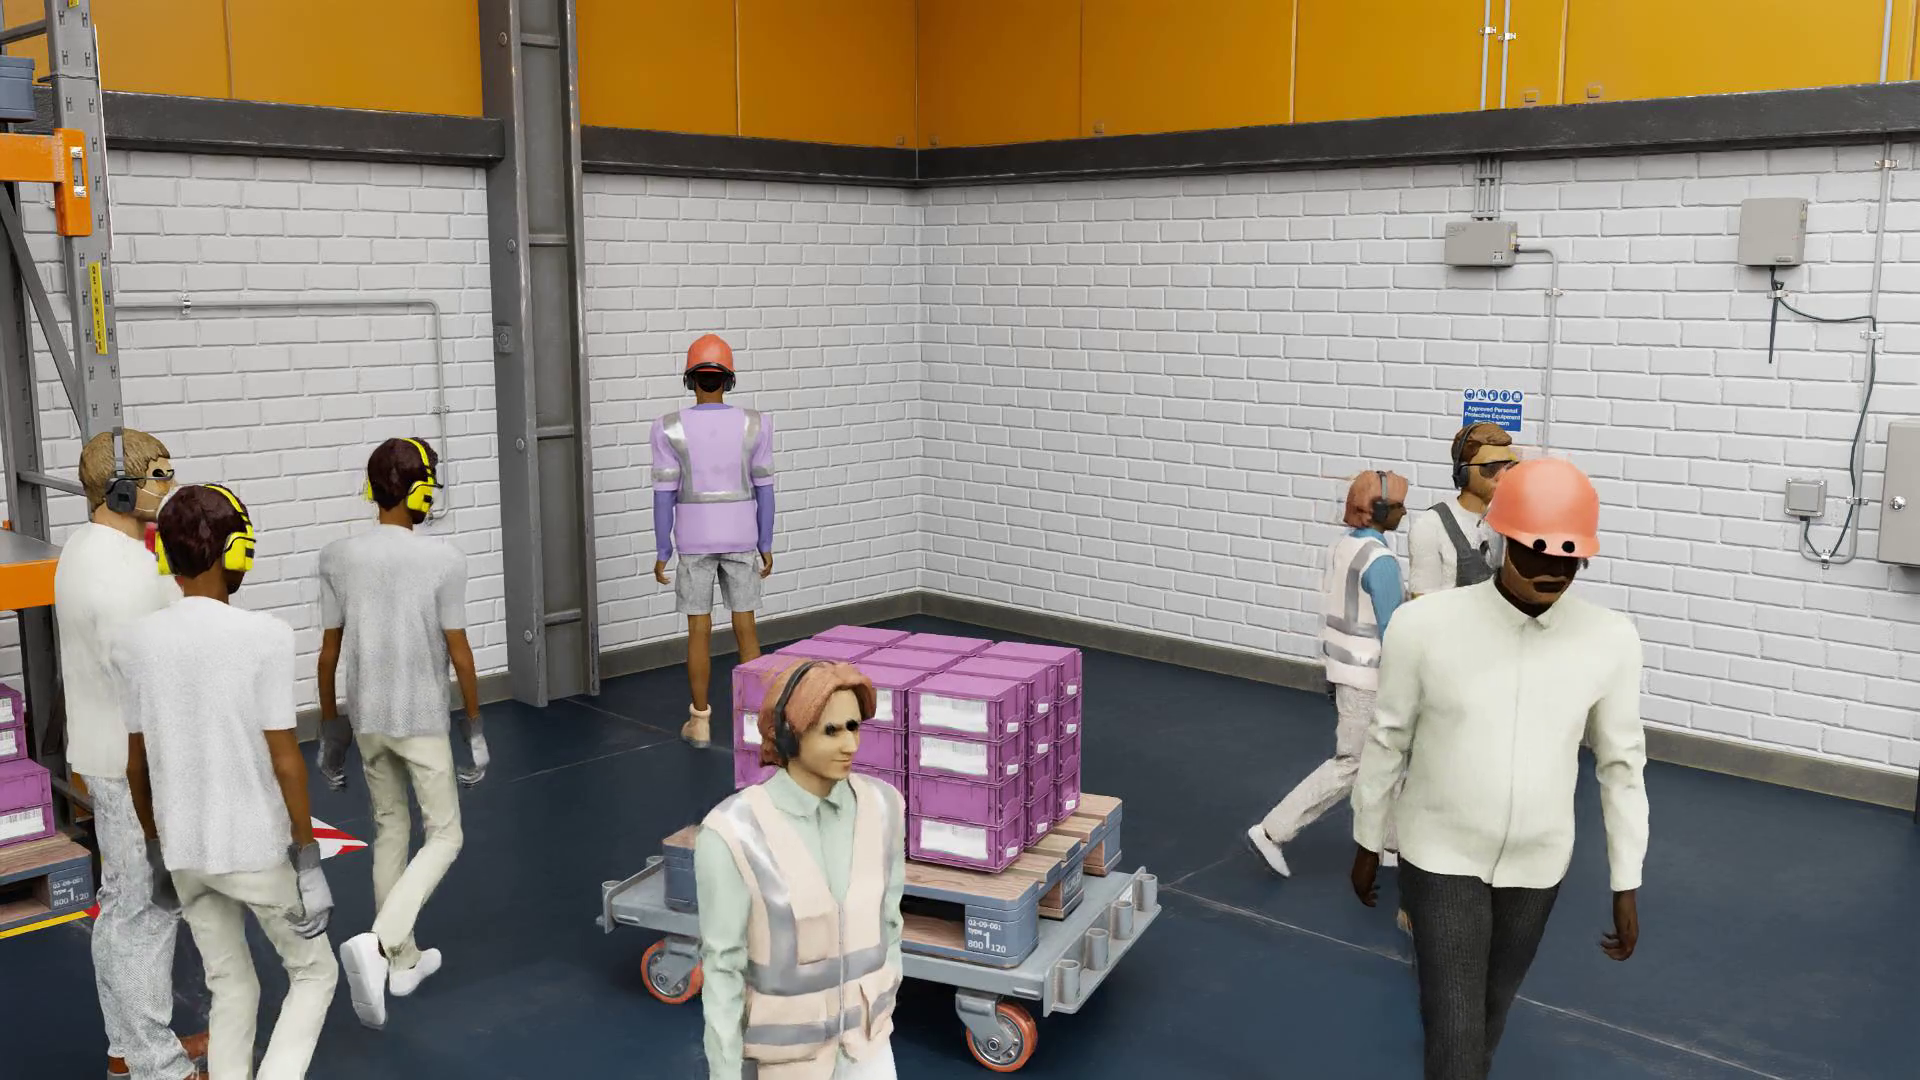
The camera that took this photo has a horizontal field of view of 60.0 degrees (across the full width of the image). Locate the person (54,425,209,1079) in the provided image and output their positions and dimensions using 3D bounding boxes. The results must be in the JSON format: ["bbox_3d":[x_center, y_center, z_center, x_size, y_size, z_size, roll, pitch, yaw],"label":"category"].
[{"bbox_3d":[-2.296,0.645,4.671,0.362,1.939,0.636,-7,11,-35],"label":"person"}]

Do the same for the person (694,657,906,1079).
[{"bbox_3d":[-0.345,1.015,3.403,0.516,1.610,0.736,-7,12,-37],"label":"person"}]

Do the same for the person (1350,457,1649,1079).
[{"bbox_3d":[1.283,0.774,3.868,0.638,1.932,1.018,0,9,-2],"label":"person"}]

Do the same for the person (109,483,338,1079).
[{"bbox_3d":[-1.784,0.782,4.105,0.555,1.845,0.387,2,9,10],"label":"person"}]

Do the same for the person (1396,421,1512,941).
[{"bbox_3d":[1.778,0.499,5.849,0.505,1.846,0.347,-5,10,-28],"label":"person"}]

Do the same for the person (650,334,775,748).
[{"bbox_3d":[-1.219,0.009,8.248,0.605,2.045,0.388,-2,10,-15],"label":"person"}]

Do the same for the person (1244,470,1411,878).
[{"bbox_3d":[1.494,0.524,6.394,0.763,1.605,0.501,0,9,2],"label":"person"}]

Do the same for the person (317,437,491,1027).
[{"bbox_3d":[-1.774,0.607,5.193,0.556,1.844,0.670,1,9,7],"label":"person"}]
